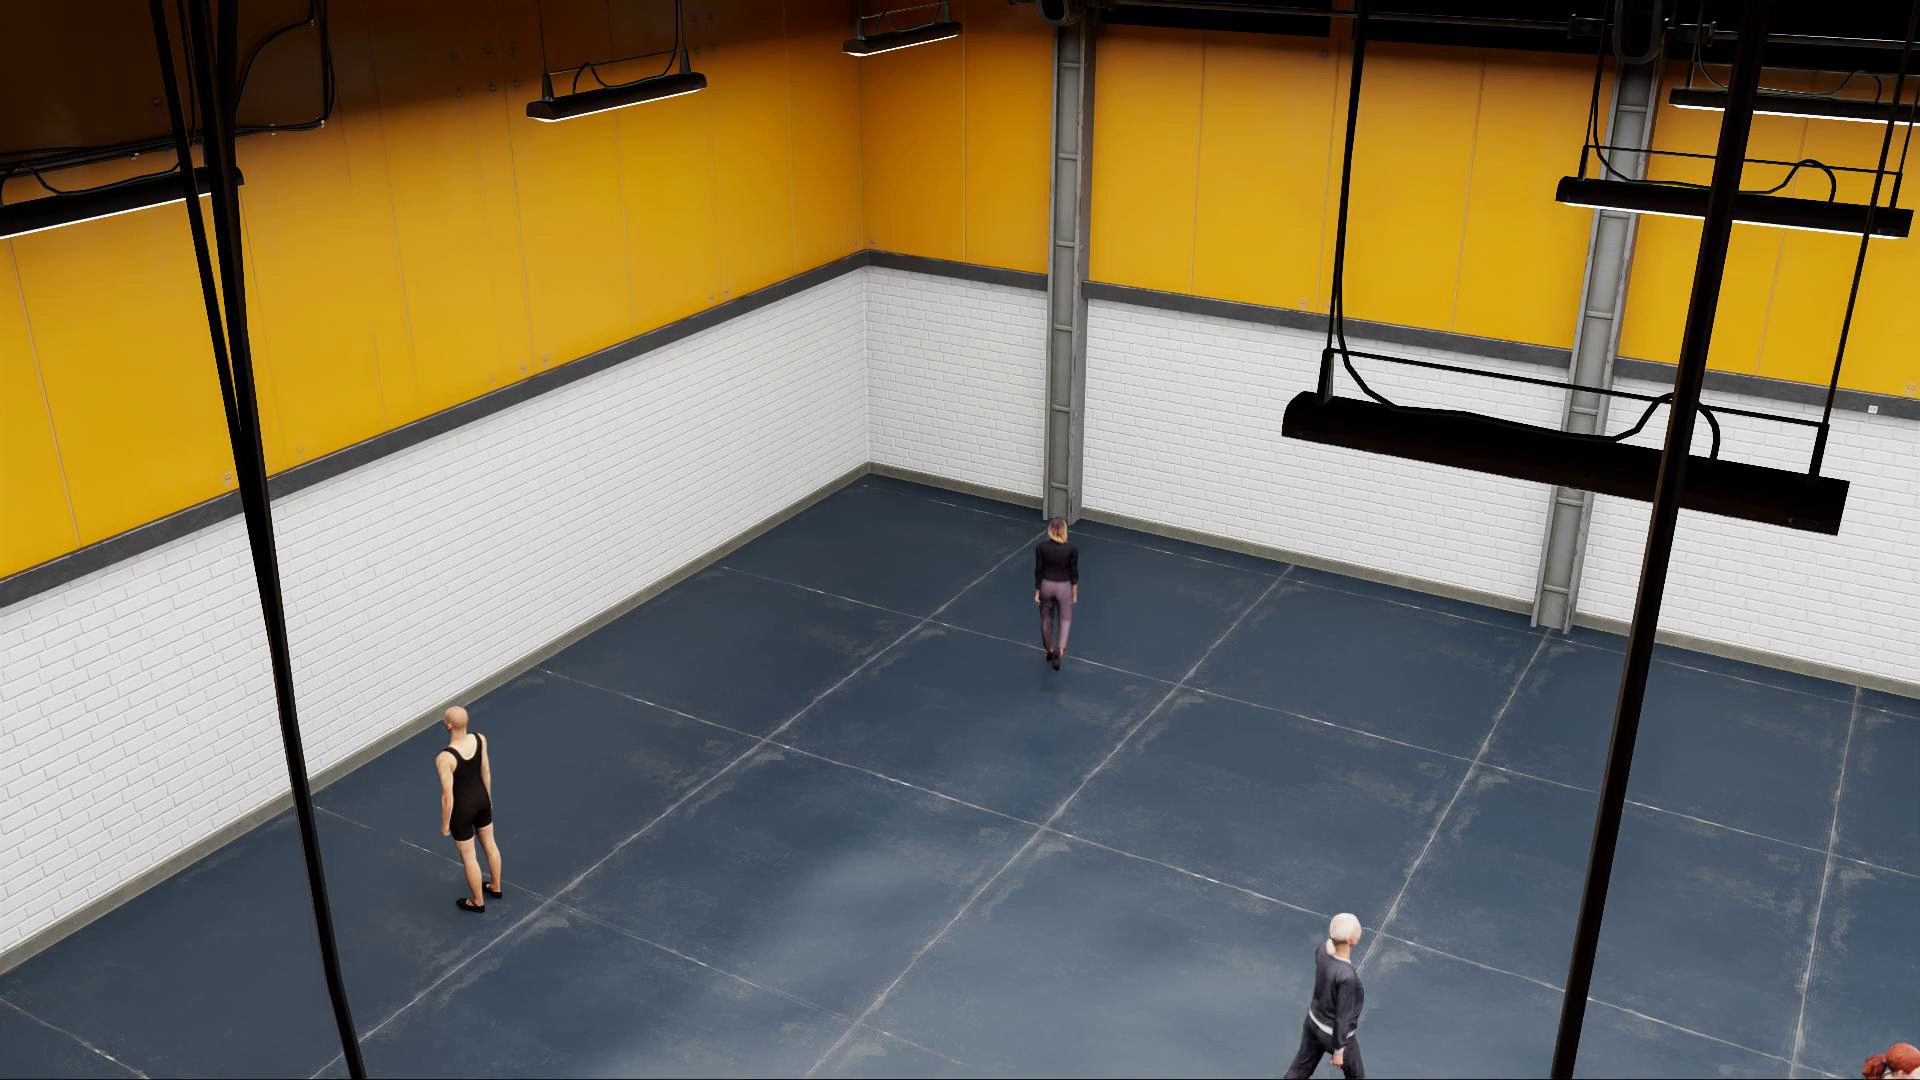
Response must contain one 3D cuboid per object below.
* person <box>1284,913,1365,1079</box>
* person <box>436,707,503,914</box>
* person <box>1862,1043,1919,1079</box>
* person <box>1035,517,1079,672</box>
[{"bbox_3d":[2.351,3.206,10.885,1.120,1.684,1.109,-9,25,-19],"label":"person"},{"bbox_3d":[-3.891,2.124,13.196,0.493,1.815,0.643,13,27,28],"label":"person"},{"bbox_3d":[5.239,3.663,9.787,1.228,1.726,0.695,17,29,34],"label":"person"},{"bbox_3d":[0.960,0.594,16.897,0.913,1.653,0.873,2,24,5],"label":"person"}]
